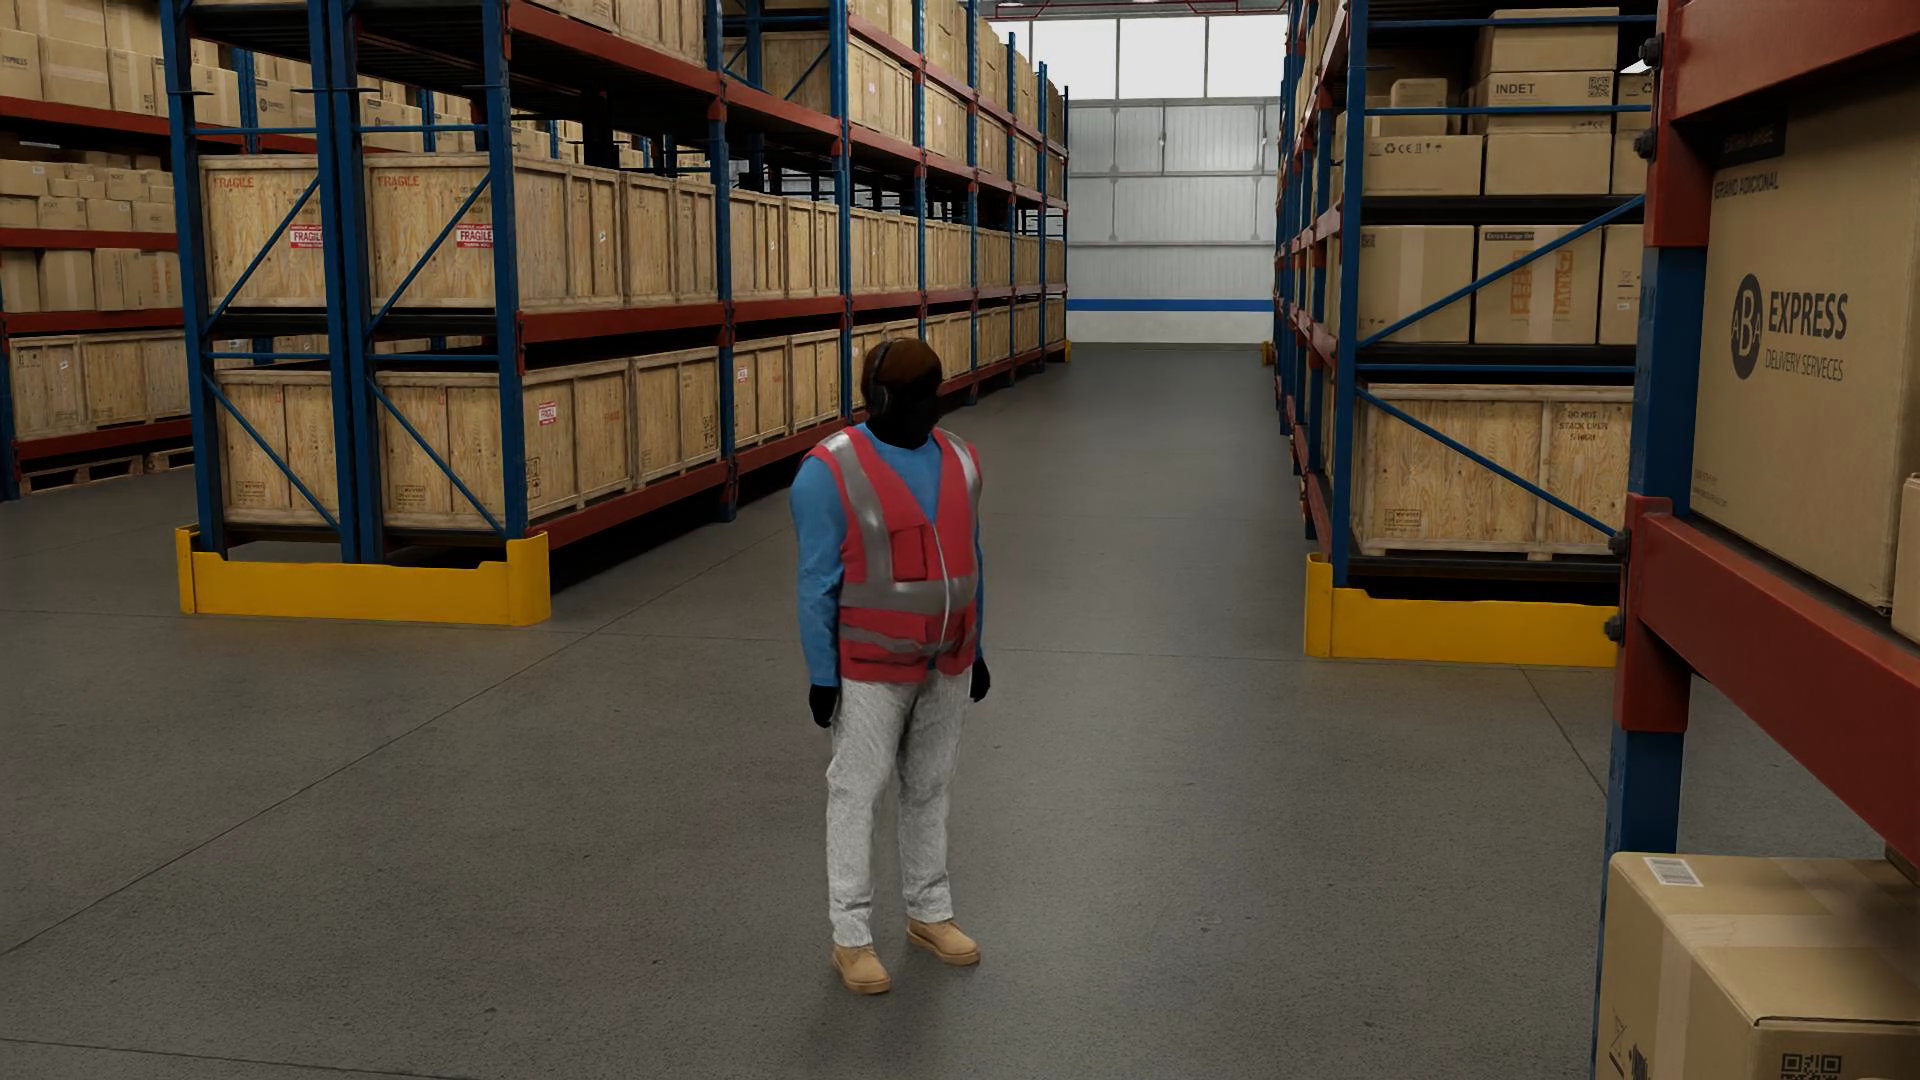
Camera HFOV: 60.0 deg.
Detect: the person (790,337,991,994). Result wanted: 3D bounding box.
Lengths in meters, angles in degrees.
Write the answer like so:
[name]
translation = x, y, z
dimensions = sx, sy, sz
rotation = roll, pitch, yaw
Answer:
[person]
translation = -0.164, 0.347, 4.752
dimensions = 0.636, 1.840, 0.429
rotation = -7, 11, -37
